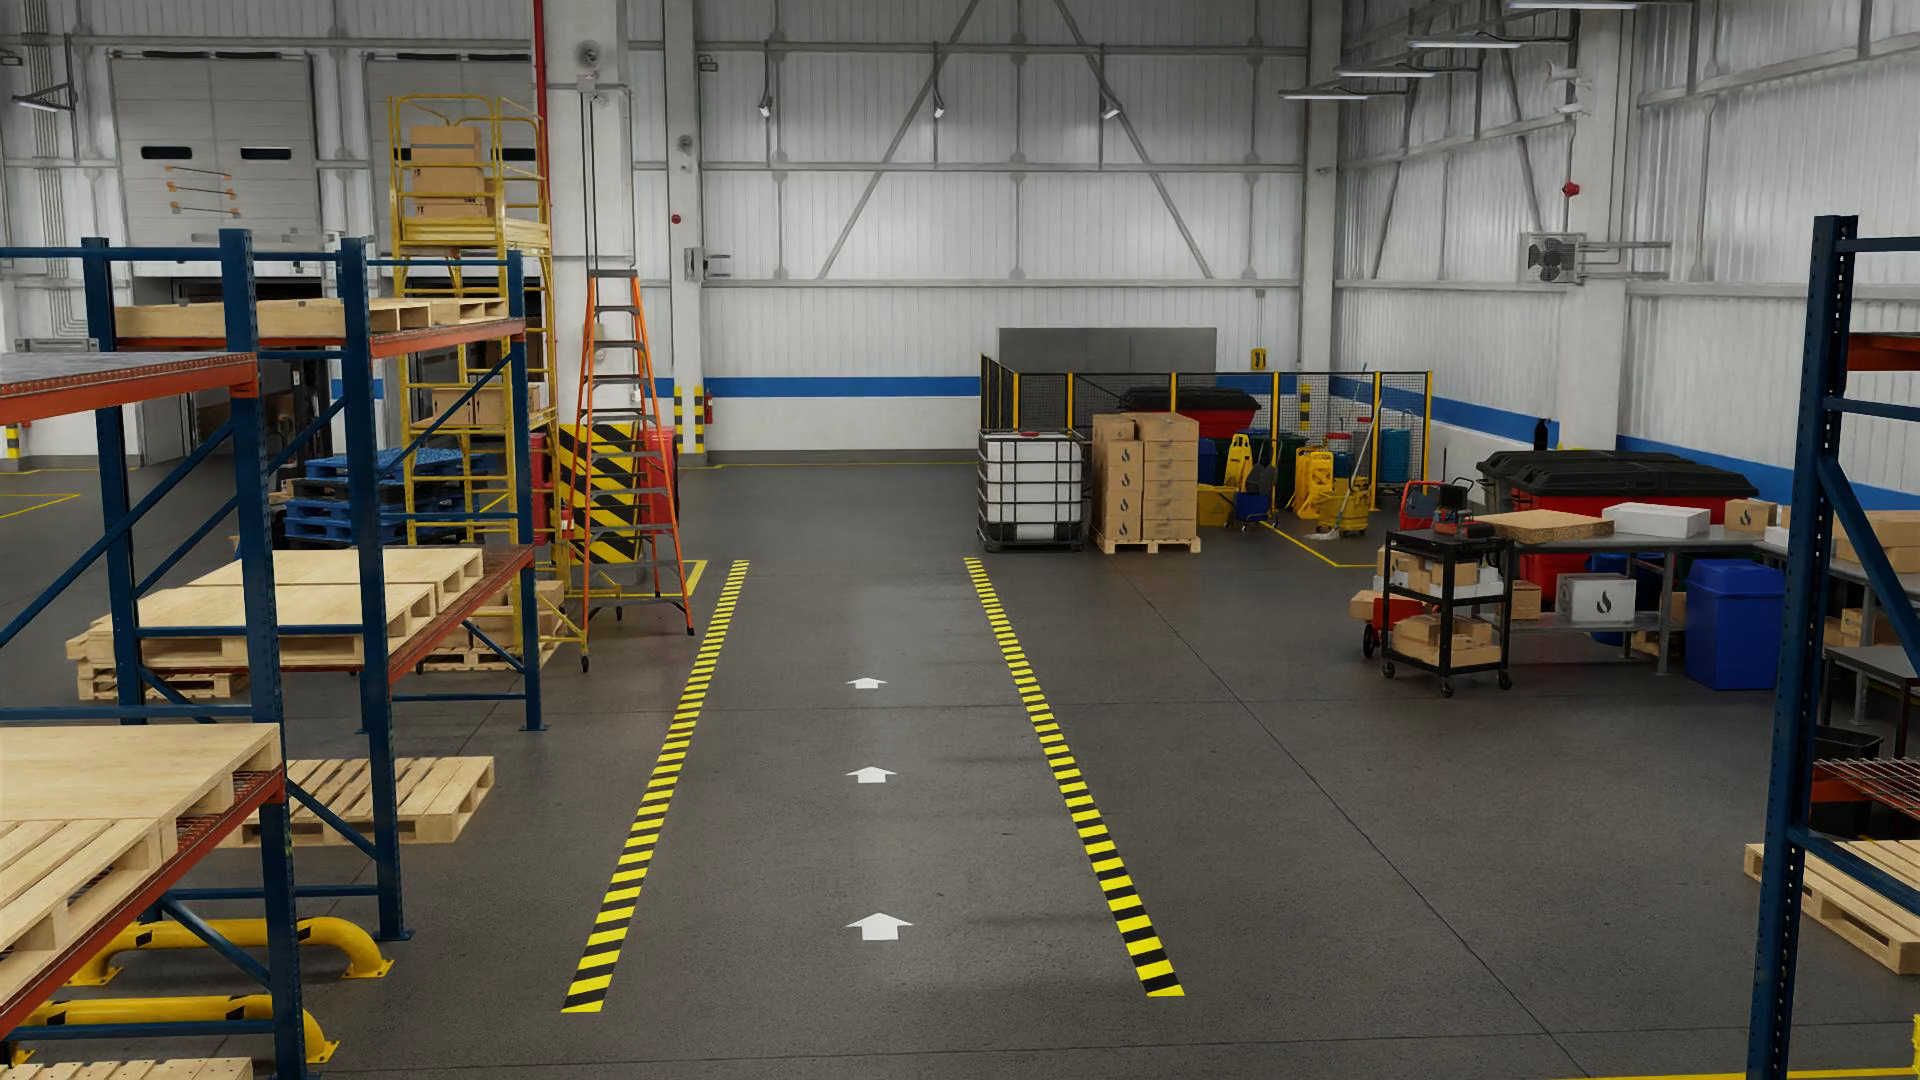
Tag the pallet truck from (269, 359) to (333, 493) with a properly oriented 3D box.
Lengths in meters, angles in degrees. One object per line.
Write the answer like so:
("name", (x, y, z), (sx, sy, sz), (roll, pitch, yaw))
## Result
("pallet truck", (-7.062, -1.131, 18.996), (1.885, 1.965, 0.823), (2, 9, 13))
